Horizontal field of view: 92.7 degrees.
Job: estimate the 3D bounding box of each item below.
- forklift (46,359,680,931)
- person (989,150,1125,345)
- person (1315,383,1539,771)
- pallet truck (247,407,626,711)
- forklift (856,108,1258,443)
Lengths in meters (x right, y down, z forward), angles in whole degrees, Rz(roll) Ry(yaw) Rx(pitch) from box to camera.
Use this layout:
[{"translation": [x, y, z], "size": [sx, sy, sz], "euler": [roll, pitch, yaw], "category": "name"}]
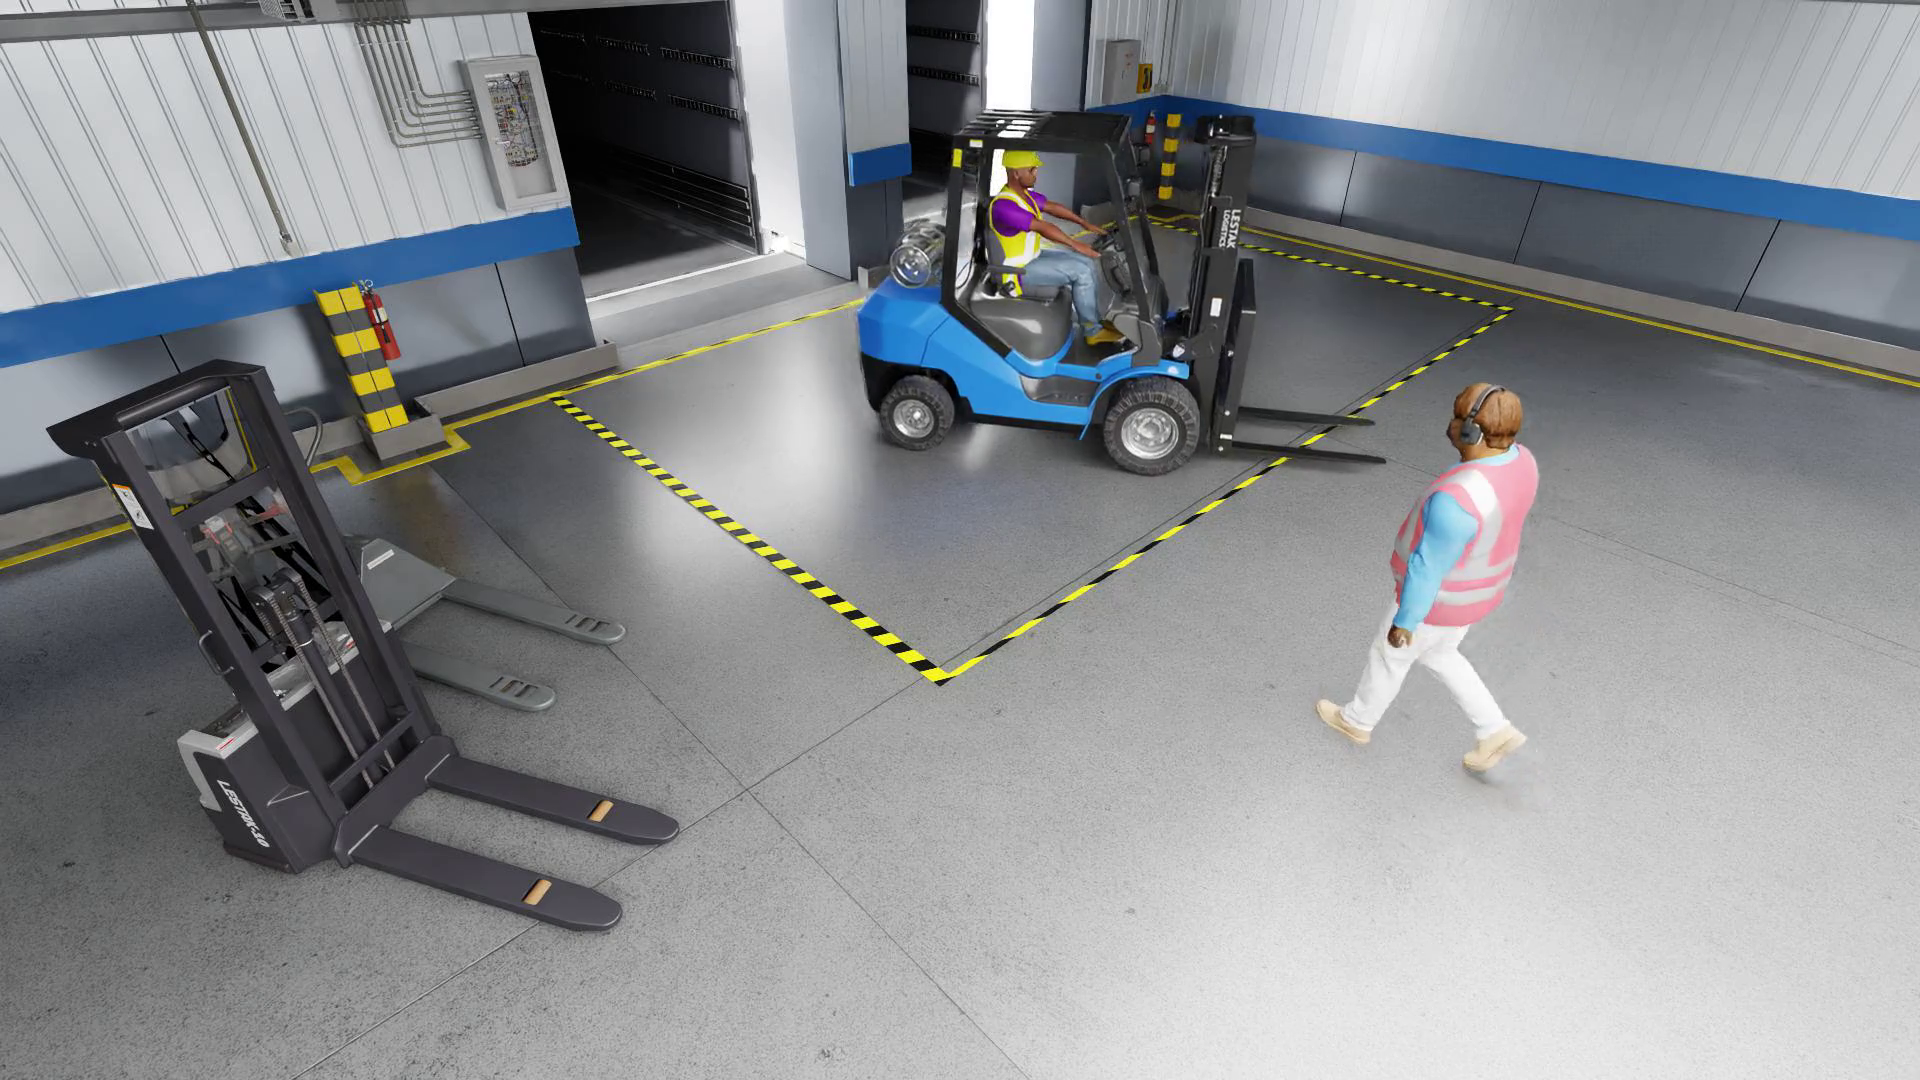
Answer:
[{"translation": [-2.135, 0.422, 3.354], "size": [1.885, 1.965, 0.823], "euler": [10, 35, 14], "category": "forklift"}, {"translation": [0.711, -1.999, 6.264], "size": [1.004, 1.293, 0.635], "euler": [8, 35, 11], "category": "person"}, {"translation": [2.062, 0.247, 3.792], "size": [0.642, 1.811, 0.821], "euler": [-25, 42, -32], "category": "person"}, {"translation": [-2.628, 0.038, 4.590], "size": [1.601, 1.201, 0.680], "euler": [12, 36, 18], "category": "pallet truck"}, {"translation": [0.655, -1.856, 6.387], "size": [2.680, 2.036, 1.157], "euler": [8, 35, 11], "category": "forklift"}]
